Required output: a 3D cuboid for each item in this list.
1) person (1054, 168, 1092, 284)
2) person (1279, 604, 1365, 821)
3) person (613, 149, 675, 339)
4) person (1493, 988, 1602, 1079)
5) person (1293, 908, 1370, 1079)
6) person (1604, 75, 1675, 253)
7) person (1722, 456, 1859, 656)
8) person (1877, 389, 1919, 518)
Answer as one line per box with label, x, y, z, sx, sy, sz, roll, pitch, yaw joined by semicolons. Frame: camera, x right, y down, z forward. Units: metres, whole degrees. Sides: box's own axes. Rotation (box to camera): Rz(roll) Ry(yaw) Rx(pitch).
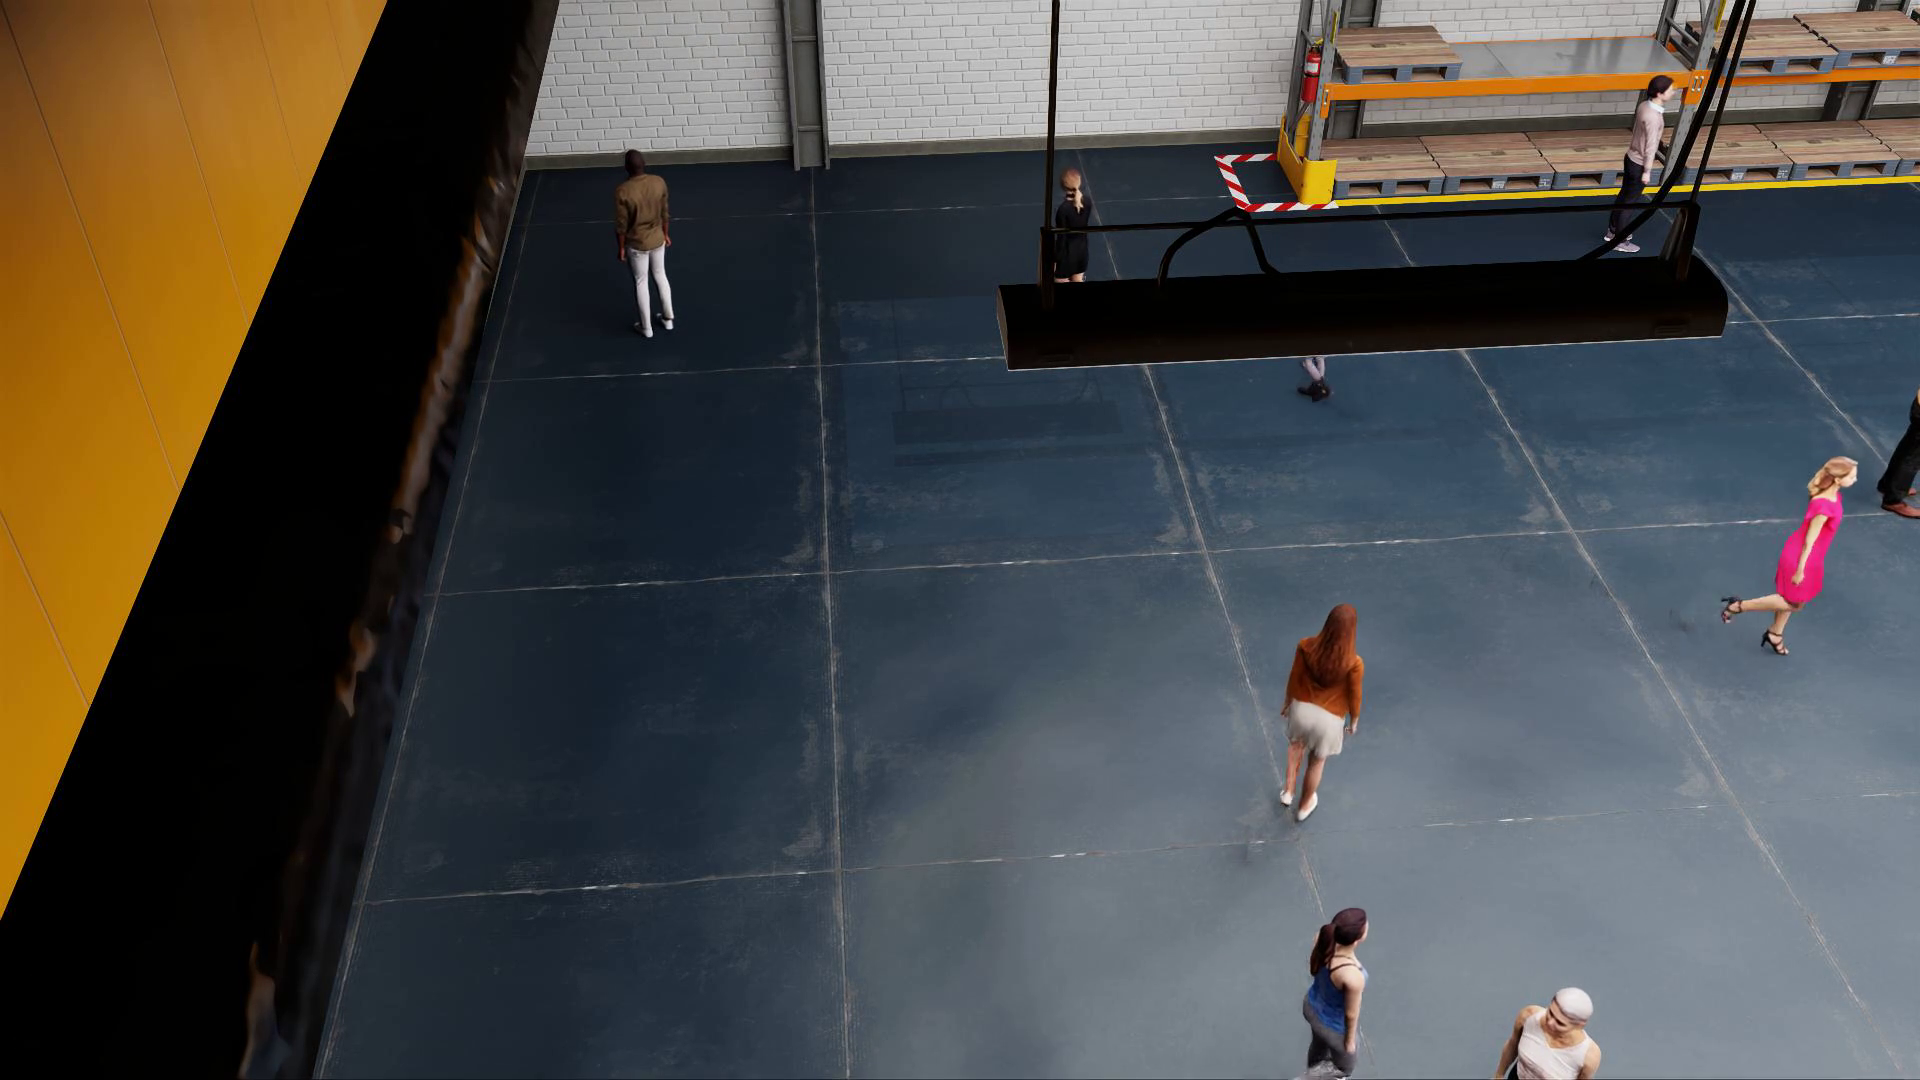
person;1.004;-2.551;15.102;0.645;1.765;0.728;-31;48;-33
person;2.233;1.150;10.516;0.748;1.705;0.826;20;43;23
person;-2.891;-2.727;15.280;0.733;1.817;0.857;-27;46;-29
person;2.947;2.806;8.444;0.727;1.702;0.691;-30;48;-32
person;1.926;2.546;8.850;0.838;1.602;0.688;-12;40;-15
person;6.781;-3.768;16.589;0.603;1.810;0.659;3;39;4
person;5.895;0.101;11.822;0.927;1.713;0.844;23;44;26
person;7.711;-1.016;13.189;0.720;1.753;0.741;12;40;14
